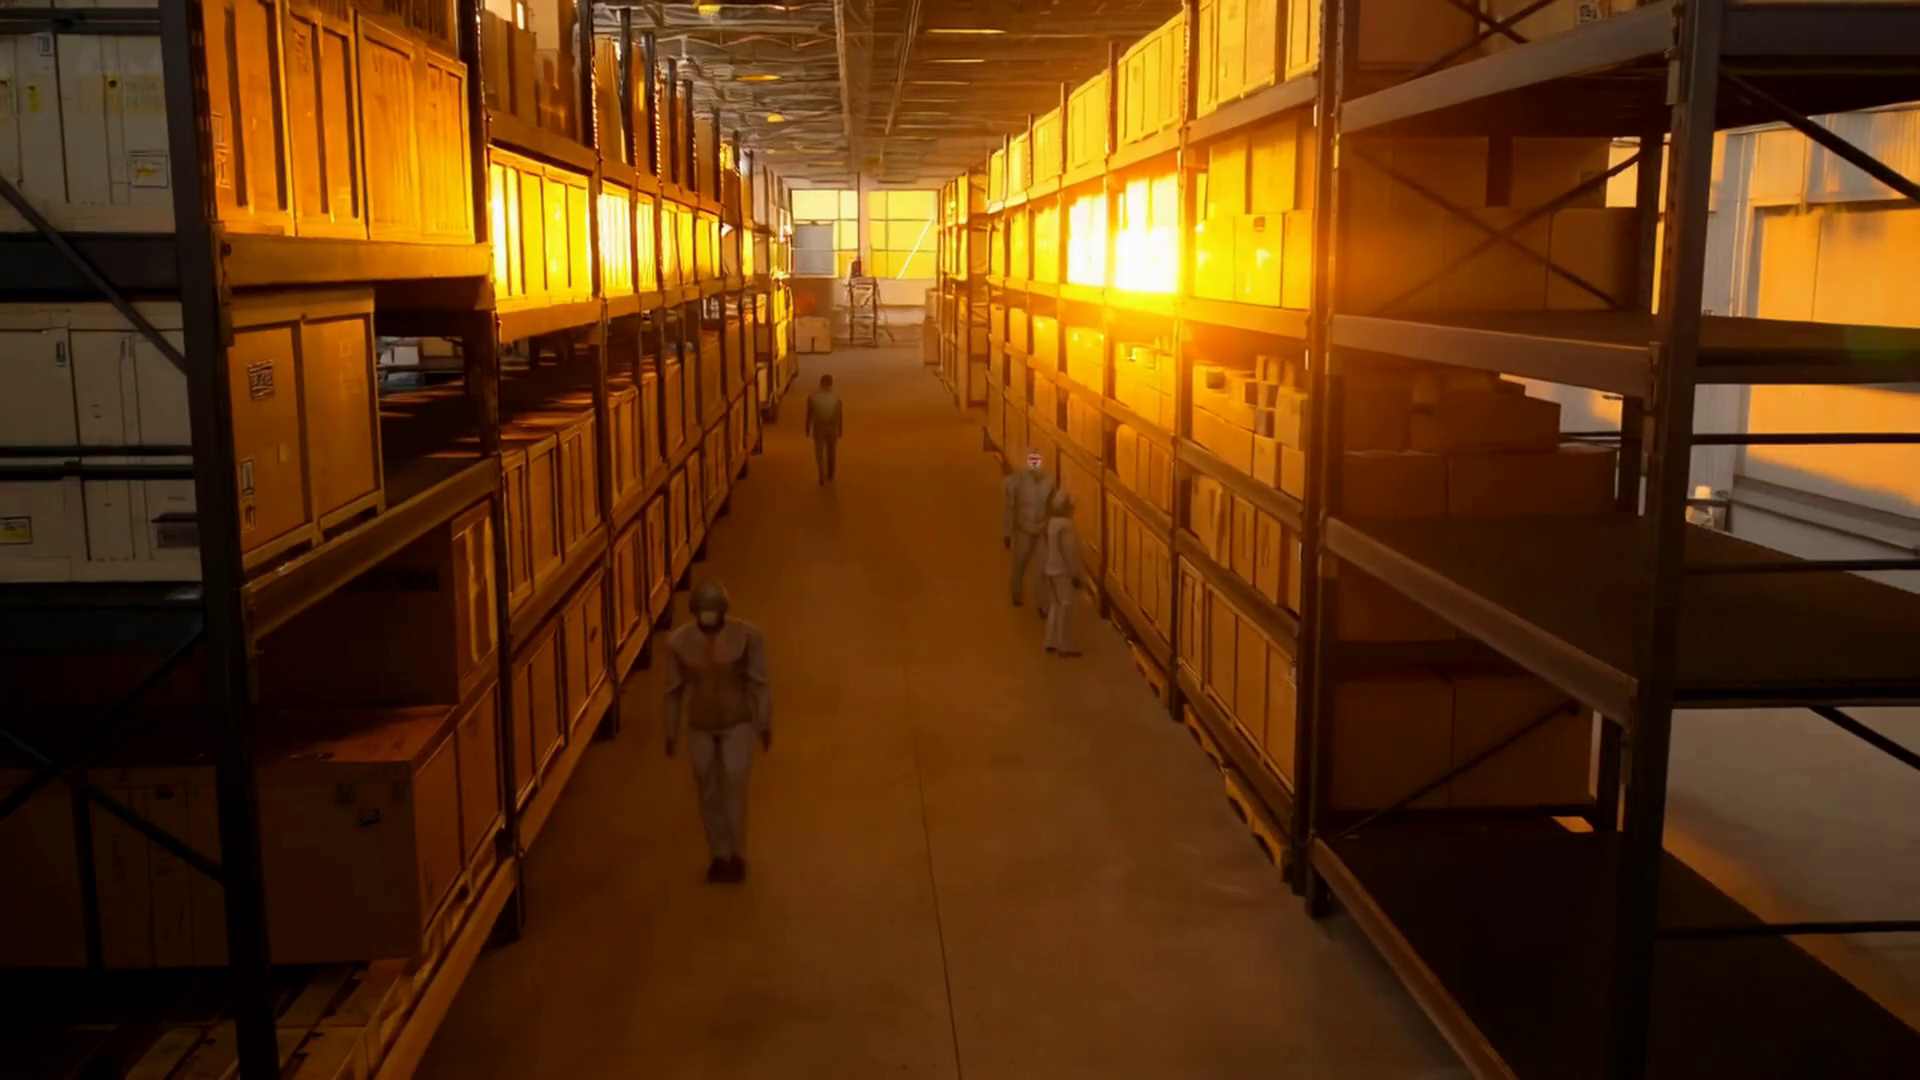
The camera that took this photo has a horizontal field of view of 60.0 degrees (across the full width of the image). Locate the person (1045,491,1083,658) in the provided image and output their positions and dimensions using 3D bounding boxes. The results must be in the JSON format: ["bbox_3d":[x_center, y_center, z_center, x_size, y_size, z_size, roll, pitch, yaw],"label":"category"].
[{"bbox_3d":[0.986,0.329,16.216,0.329,1.631,0.568,-3,10,-17],"label":"person"}]

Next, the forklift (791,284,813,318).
[{"bbox_3d":[-7.163,-10.245,75.668,1.129,2.768,1.873,2,10,13],"label":"forklift"}]

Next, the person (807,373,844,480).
[{"bbox_3d":[-2.359,-1.981,29.259,0.645,1.887,0.765,-2,10,-9],"label":"person"}]

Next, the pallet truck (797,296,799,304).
[{"bbox_3d":[-8.622,-12.439,91.403,1.885,1.965,0.823,2,10,13],"label":"pallet truck"}]

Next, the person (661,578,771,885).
[{"bbox_3d":[-1.517,1.184,10.241,0.664,1.921,0.563,0,10,2],"label":"person"}]

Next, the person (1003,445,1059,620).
[{"bbox_3d":[0.773,-0.123,18.239,0.642,1.879,0.934,-2,10,-9],"label":"person"}]

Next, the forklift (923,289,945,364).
[{"bbox_3d":[-0.807,-8.115,62.941,1.129,2.768,1.873,-1,10,-3],"label":"forklift"}]
